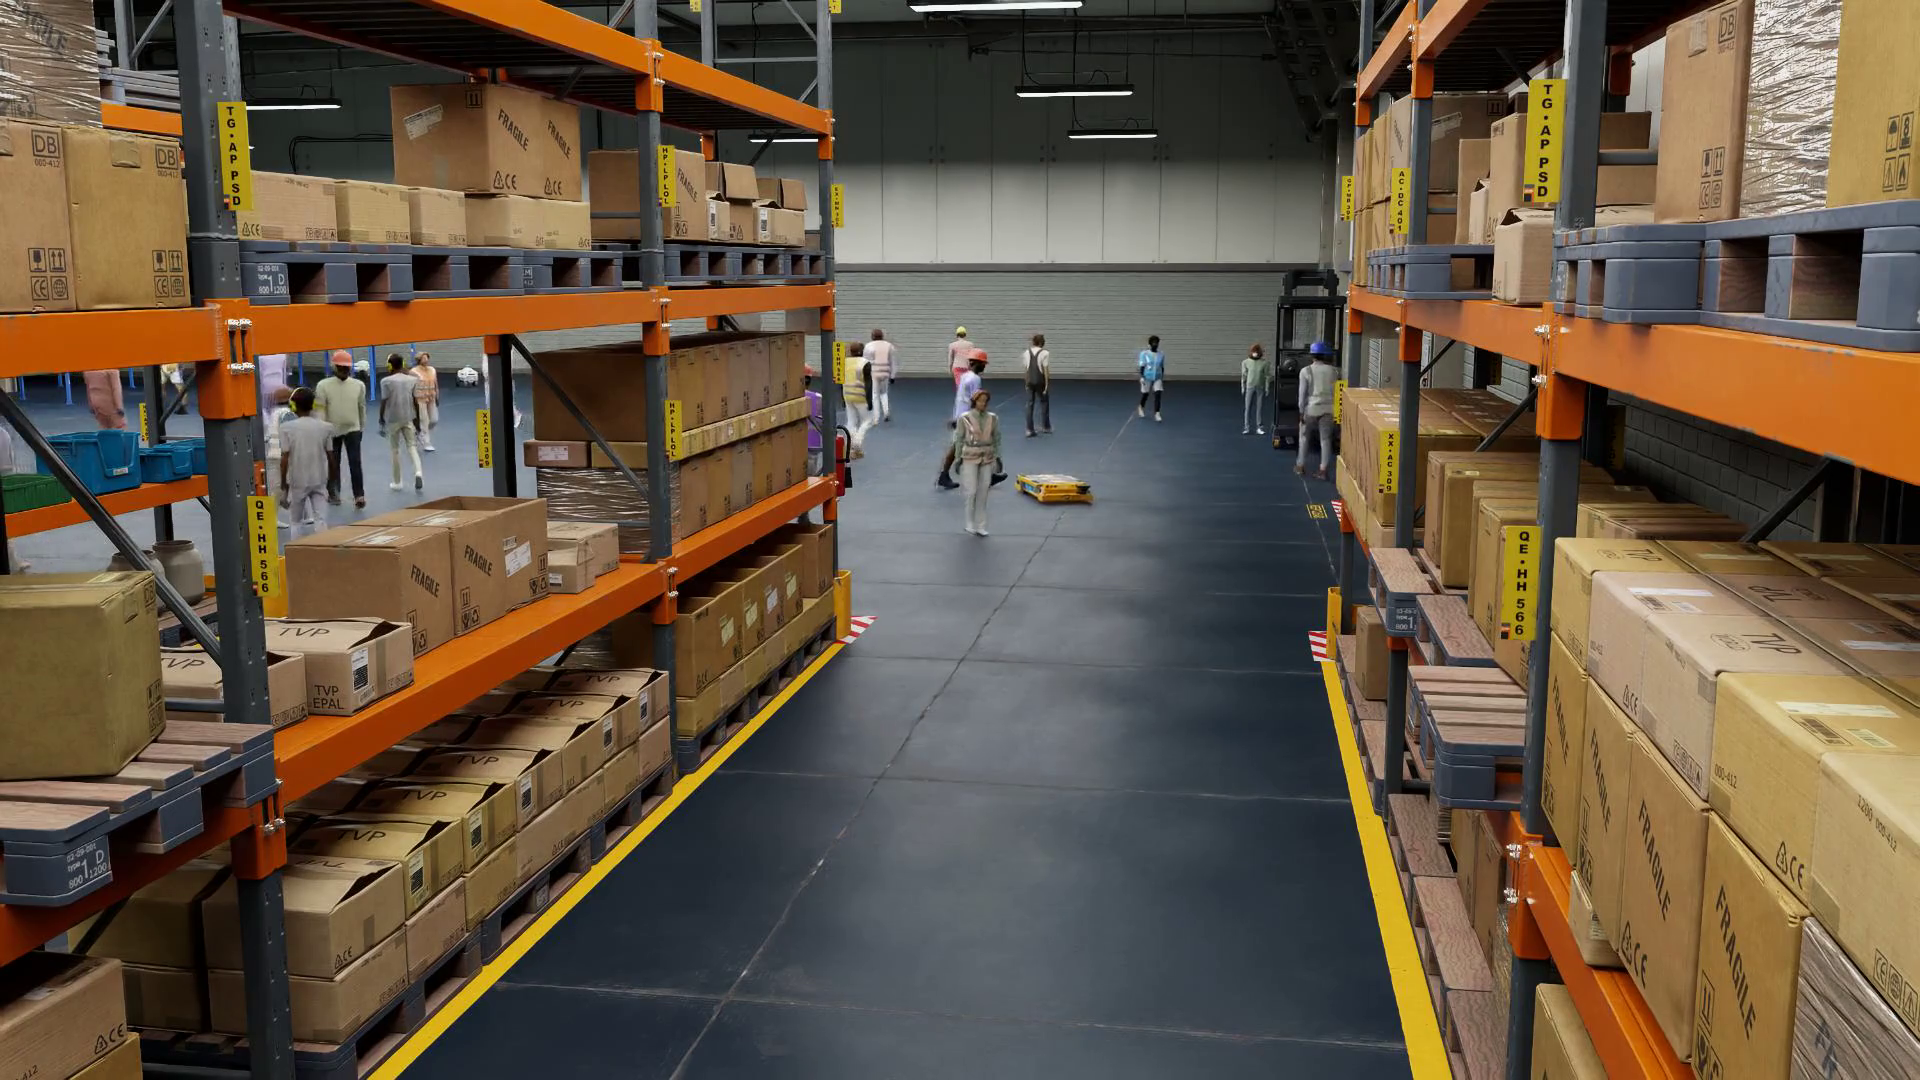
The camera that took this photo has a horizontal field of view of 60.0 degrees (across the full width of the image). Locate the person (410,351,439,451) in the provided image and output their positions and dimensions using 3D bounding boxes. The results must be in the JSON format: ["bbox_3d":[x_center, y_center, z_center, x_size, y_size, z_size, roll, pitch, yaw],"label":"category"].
[{"bbox_3d":[-8.738,-2.267,27.072,0.464,1.622,0.530,6,11,33],"label":"person"}]

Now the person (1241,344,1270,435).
[{"bbox_3d":[5.283,-2.687,29.733,0.508,1.606,0.525,2,9,9],"label":"person"}]

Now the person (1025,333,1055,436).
[{"bbox_3d":[1.409,-2.773,29.597,0.533,1.813,0.801,5,11,29],"label":"person"}]

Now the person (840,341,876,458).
[{"bbox_3d":[-1.598,-2.185,25.936,0.662,1.827,0.447,7,11,36],"label":"person"}]

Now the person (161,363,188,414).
[{"bbox_3d":[-16.244,-3.517,33.956,0.988,1.884,0.550,2,10,15],"label":"person"}]

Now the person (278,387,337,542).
[{"bbox_3d":[-6.139,-0.512,15.582,0.554,1.837,0.861,-6,11,-34],"label":"person"}]

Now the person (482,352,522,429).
[{"bbox_3d":[-8.307,-2.861,29.930,0.635,1.888,0.653,-8,12,-40],"label":"person"}]

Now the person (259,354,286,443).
[{"bbox_3d":[-11.667,-2.561,28.054,0.432,1.892,0.678,5,11,30],"label":"person"}]

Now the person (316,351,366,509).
[{"bbox_3d":[-7.645,-1.367,20.599,0.605,1.939,1.089,-5,10,-26],"label":"person"}]

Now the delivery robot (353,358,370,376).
[{"bbox_3d":[-16.221,-4.702,45.230,0.707,0.478,0.477,6,11,32],"label":"delivery robot"}]

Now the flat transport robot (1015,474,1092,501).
[{"bbox_3d":[1.204,-0.700,21.706,0.652,0.197,1.431,-2,9,-12],"label":"flat transport robot"}]

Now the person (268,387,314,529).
[{"bbox_3d":[-7.646,-0.941,18.935,0.696,1.596,0.538,-9,13,-43],"label":"person"}]

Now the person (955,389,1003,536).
[{"bbox_3d":[0.222,-0.845,18.287,0.550,1.622,0.414,-4,10,-23],"label":"person"}]

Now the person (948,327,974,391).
[{"bbox_3d":[0.024,-3.639,35.172,0.552,1.729,0.826,-1,9,-3],"label":"person"}]

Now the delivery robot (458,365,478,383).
[{"bbox_3d":[-12.396,-4.158,41.876,0.477,0.478,0.707,-6,11,-32],"label":"delivery robot"}]

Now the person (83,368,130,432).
[{"bbox_3d":[-12.614,-2.000,24.581,0.674,1.893,0.444,4,10,23],"label":"person"}]

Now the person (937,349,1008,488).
[{"bbox_3d":[0.147,-1.637,22.456,1.001,1.869,0.576,-2,9,-11],"label":"person"}]

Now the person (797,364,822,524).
[{"bbox_3d":[-1.783,-1.052,18.845,0.587,1.877,1.017,-2,10,-15],"label":"person"}]

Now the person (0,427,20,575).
[{"bbox_3d":[-8.960,-0.427,15.187,0.689,1.796,0.582,-1,9,-5],"label":"person"}]

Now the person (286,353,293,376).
[{"bbox_3d":[-18.842,-5.531,46.279,0.594,1.926,0.366,-7,12,-37],"label":"person"}]

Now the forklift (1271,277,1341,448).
[{"bbox_3d":[5.847,-3.016,27.970,1.129,2.768,1.873,1,9,9],"label":"forklift"}]

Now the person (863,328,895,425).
[{"bbox_3d":[-1.565,-3.109,31.662,0.645,1.826,0.443,-4,10,-25],"label":"person"}]

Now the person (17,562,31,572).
[{"bbox_3d":[-9.576,-0.633,15.910,0.973,1.995,0.637,-3,10,-17],"label":"person"}]

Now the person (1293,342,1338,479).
[{"bbox_3d":[5.031,-1.844,23.583,0.613,1.914,0.865,-2,9,-9],"label":"person"}]

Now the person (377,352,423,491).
[{"bbox_3d":[-7.438,-1.569,22.097,0.548,1.847,0.628,-8,12,-42],"label":"person"}]

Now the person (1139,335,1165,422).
[{"bbox_3d":[3.744,-3.179,32.539,0.535,1.673,0.728,-2,9,-10],"label":"person"}]
